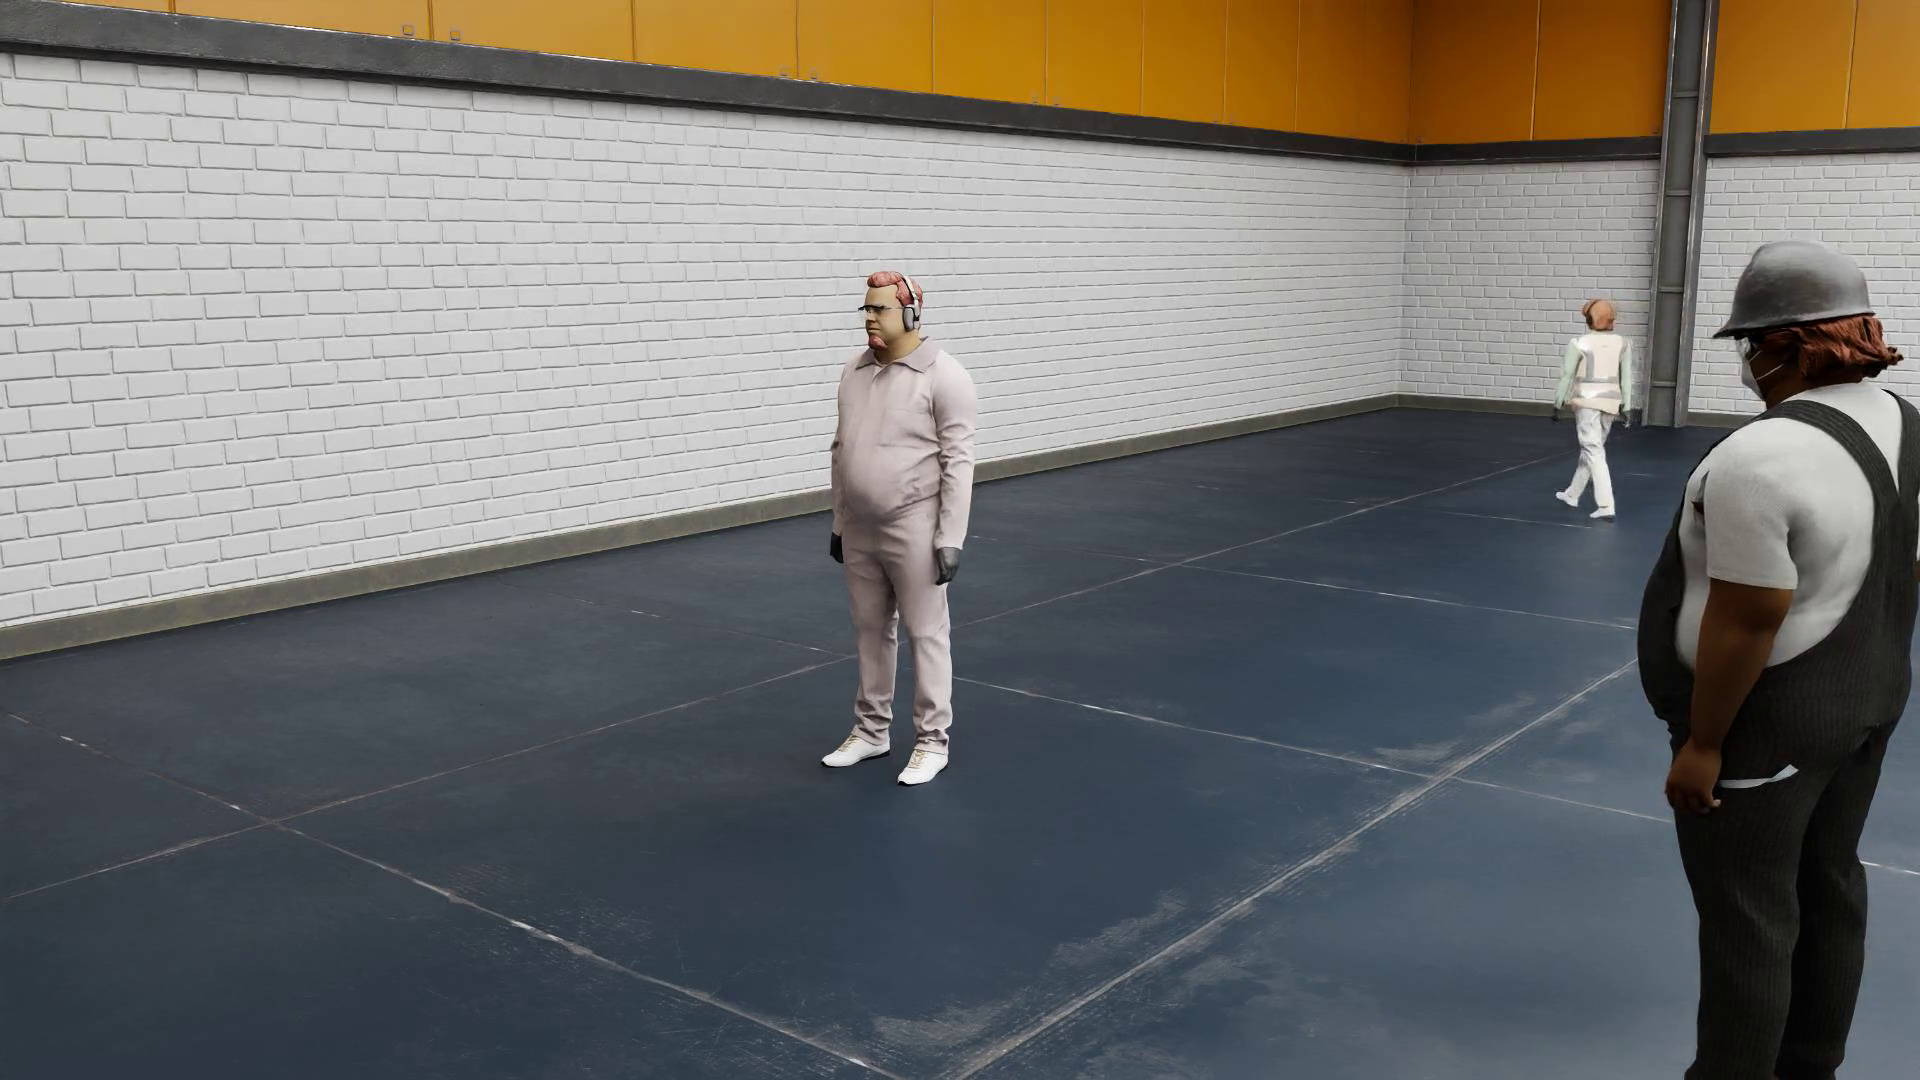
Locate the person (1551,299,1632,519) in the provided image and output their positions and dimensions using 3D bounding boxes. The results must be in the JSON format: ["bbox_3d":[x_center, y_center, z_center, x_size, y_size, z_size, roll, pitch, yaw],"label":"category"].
[{"bbox_3d":[4.656,-0.968,12.247,0.532,1.588,0.903,-3,11,-14],"label":"person"}]

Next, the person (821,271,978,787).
[{"bbox_3d":[-0.254,-0.042,6.232,0.639,1.910,0.406,8,13,38],"label":"person"}]

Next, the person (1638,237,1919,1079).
[{"bbox_3d":[1.755,0.356,3.656,0.681,2.000,0.538,-7,12,-33],"label":"person"}]
